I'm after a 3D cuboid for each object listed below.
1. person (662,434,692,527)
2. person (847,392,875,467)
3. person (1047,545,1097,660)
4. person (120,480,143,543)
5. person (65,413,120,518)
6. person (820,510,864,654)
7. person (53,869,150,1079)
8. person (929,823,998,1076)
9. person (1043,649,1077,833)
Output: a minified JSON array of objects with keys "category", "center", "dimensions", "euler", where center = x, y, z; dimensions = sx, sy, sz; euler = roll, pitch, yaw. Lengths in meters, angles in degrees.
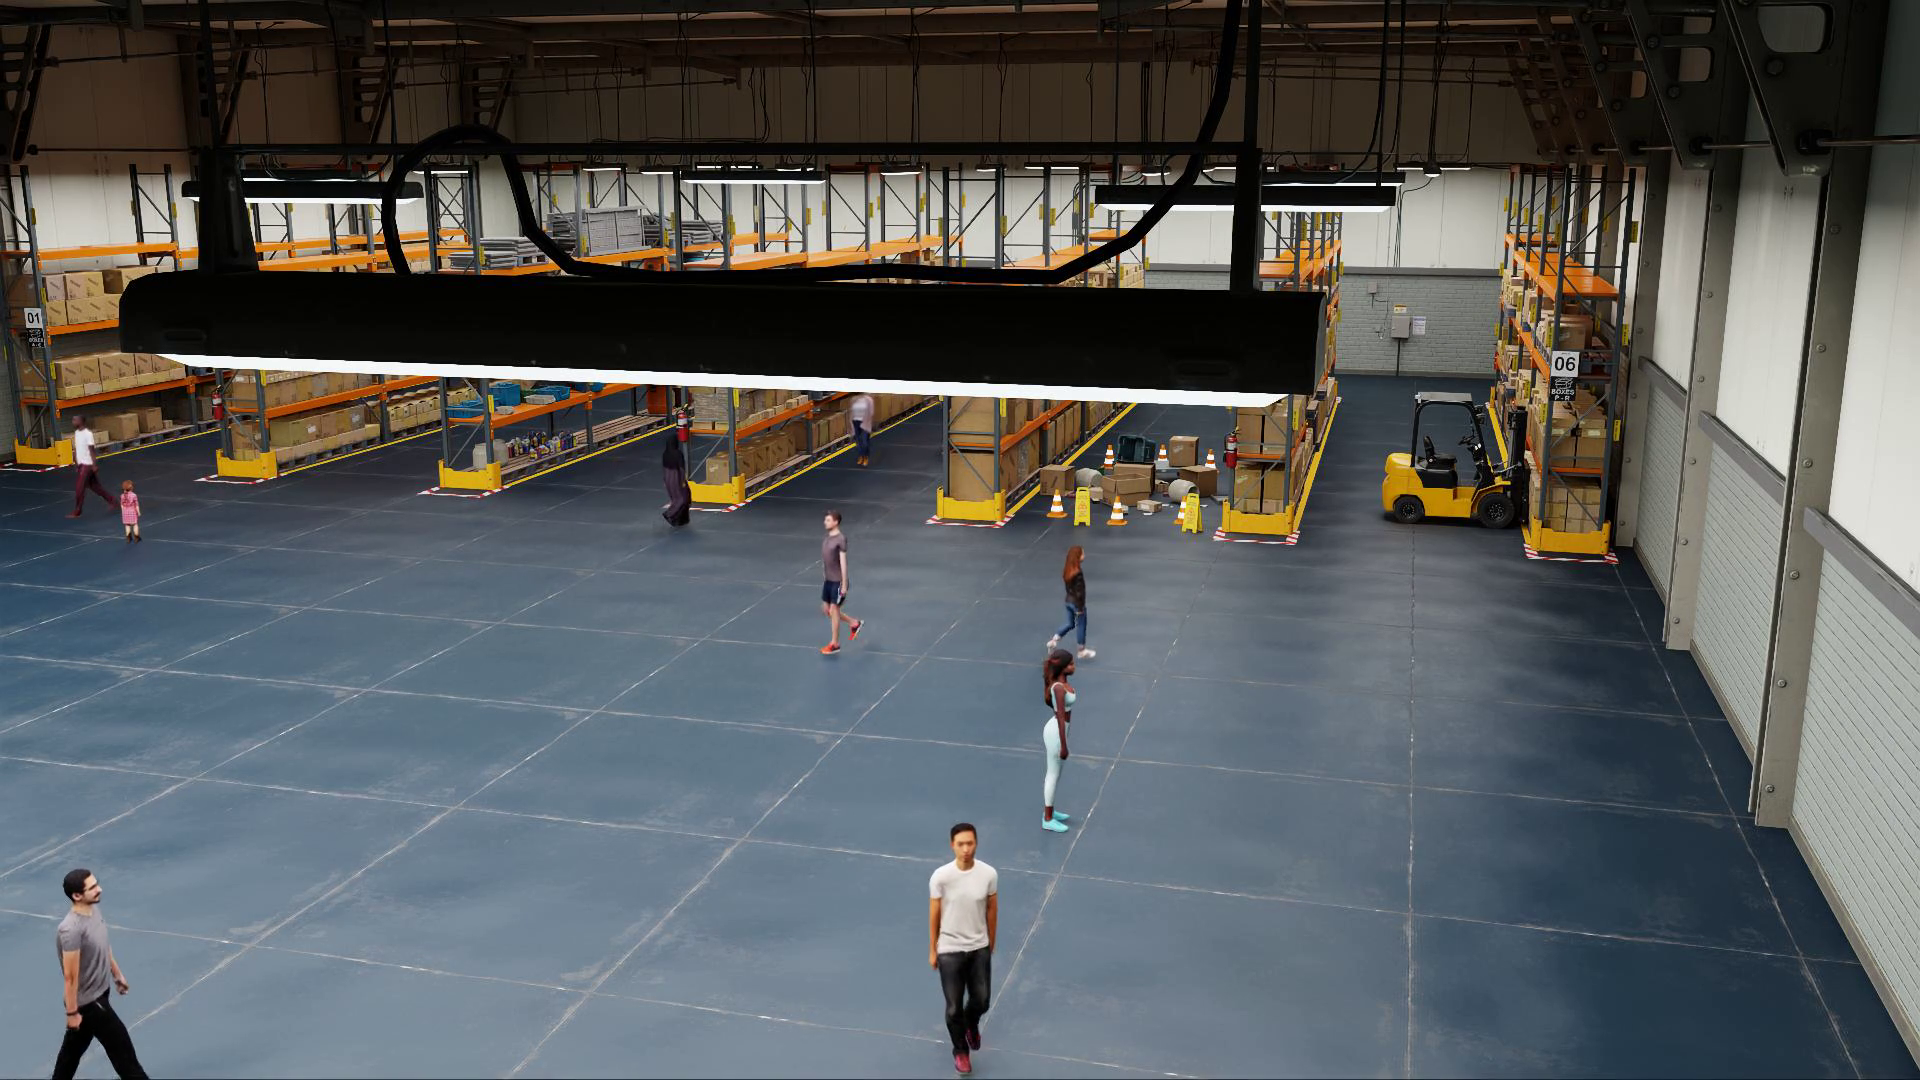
[{"category":"person","center":[-4.861,-0.991,28.171],"dimensions":[0.775,1.602,0.947],"euler":[9,16,35]},{"category":"person","center":[-1.985,-2.378,33.887],"dimensions":[0.704,1.726,0.717],"euler":[5,14,20]},{"category":"person","center":[1.375,0.790,20.777],"dimensions":[0.934,1.466,0.894],"euler":[-6,14,-25]},{"category":"person","center":[-13.600,-0.479,27.246],"dimensions":[0.489,1.021,0.522],"euler":[-2,13,-8]},{"category":"person","center":[-15.193,-1.307,29.112],"dimensions":[1.045,1.792,1.287],"euler":[12,17,41]},{"category":"person","center":[-1.501,0.523,21.112],"dimensions":[1.034,1.836,0.947],"euler":[-9,16,-35]},{"category":"person","center":[-5.732,2.979,10.789],"dimensions":[1.089,1.708,1.160],"euler":[-4,14,-16]},{"category":"person","center":[0.009,2.776,11.479],"dimensions":[0.788,1.792,0.848],"euler":[-2,13,-10]},{"category":"person","center":[0.916,1.855,15.606],"dimensions":[0.677,1.725,0.536],"euler":[0,13,1]}]
